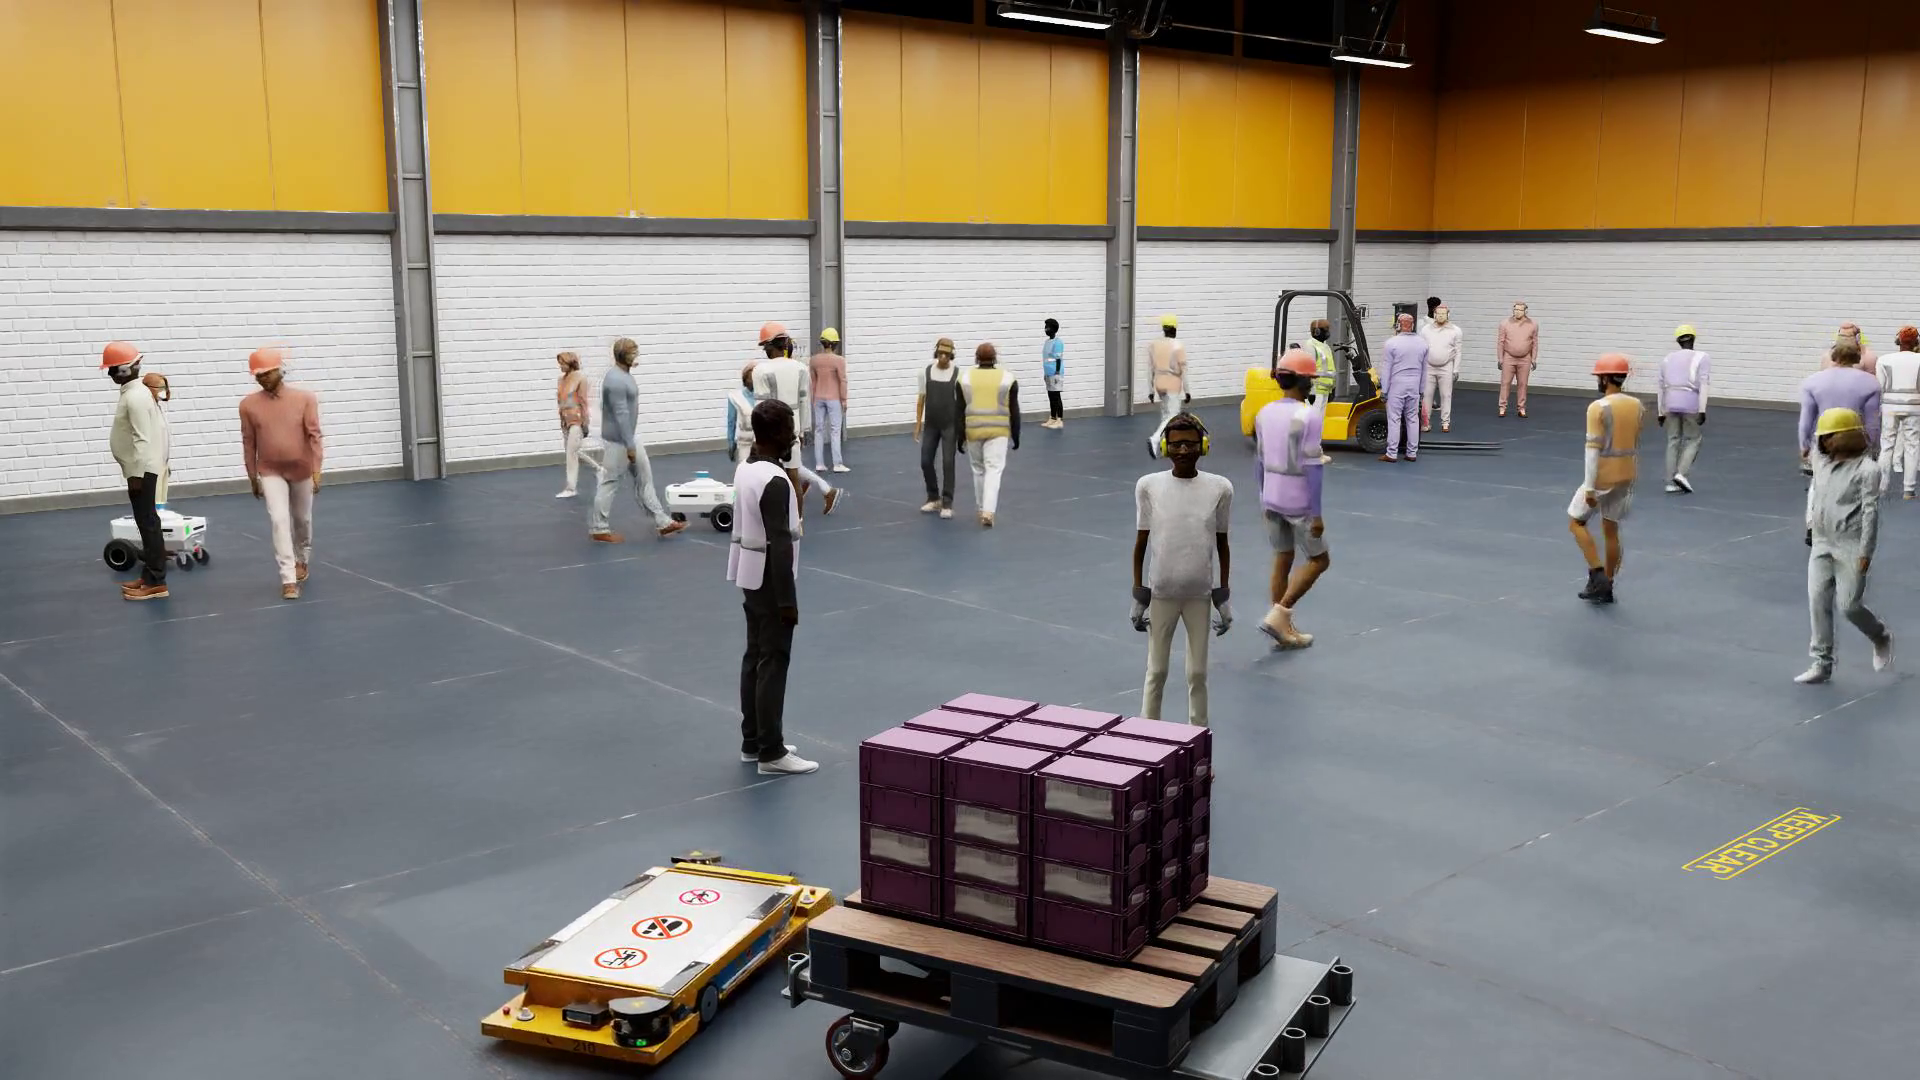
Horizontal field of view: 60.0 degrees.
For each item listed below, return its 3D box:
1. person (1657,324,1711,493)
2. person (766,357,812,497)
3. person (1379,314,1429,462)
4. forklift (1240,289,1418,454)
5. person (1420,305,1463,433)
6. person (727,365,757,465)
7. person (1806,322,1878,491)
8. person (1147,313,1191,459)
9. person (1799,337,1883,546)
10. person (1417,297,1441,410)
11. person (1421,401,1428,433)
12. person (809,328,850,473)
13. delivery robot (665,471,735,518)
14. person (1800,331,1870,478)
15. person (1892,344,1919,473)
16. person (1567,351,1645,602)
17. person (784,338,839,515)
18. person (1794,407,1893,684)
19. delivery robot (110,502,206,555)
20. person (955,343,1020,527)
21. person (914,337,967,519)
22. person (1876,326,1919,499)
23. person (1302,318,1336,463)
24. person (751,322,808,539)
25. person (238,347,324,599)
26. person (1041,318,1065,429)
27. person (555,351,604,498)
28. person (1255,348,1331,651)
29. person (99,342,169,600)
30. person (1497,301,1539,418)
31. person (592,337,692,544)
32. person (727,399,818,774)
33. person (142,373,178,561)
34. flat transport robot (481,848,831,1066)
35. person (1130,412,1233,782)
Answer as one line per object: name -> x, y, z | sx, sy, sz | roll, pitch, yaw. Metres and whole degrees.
person -> 8.092, -1.467, 18.610 | 0.586, 1.873, 0.633 | -8, 13, -40
person -> -1.878, -1.160, 17.538 | 0.573, 1.615, 0.514 | -2, 10, -13
person -> 5.675, -1.944, 21.342 | 0.644, 1.903, 0.401 | -3, 10, -18
forklift -> 5.034, -2.339, 22.783 | 2.313, 2.155, 1.214 | 3, 10, 16
person -> 7.168, -2.563, 24.925 | 0.642, 1.913, 0.408 | 4, 10, 22
person -> -1.967, -0.884, 16.025 | 0.519, 1.589, 0.853 | -3, 10, -18
person -> 9.807, -1.464, 18.506 | 0.409, 1.908, 0.639 | -7, 12, -36
person -> 2.676, -1.996, 21.615 | 0.599, 1.905, 0.789 | 9, 13, 43
person -> 7.798, -0.833, 14.761 | 0.633, 1.923, 0.499 | 7, 12, 36
person -> 8.037, -3.180, 28.431 | 0.610, 1.953, 0.391 | -8, 12, -38
person -> 6.646, -2.450, 24.787 | 0.589, 1.754, 0.389 | -4, 10, -20
person -> -1.598, -1.701, 20.298 | 0.526, 1.768, 0.331 | 5, 11, 28
delivery robot -> -2.477, -0.421, 16.073 | 0.707, 0.478, 0.477 | 0, 10, 1
person -> 10.314, -1.546, 19.350 | 0.924, 1.786, 0.611 | 5, 11, 29
person -> 11.629, -1.616, 20.205 | 0.509, 1.630, 0.314 | 1, 10, 5
person -> 4.911, -0.473, 12.650 | 0.562, 1.921, 0.394 | -4, 10, -22
person -> -1.669, -1.138, 16.822 | 0.799, 1.839, 0.502 | -1, 10, -6
person -> 5.473, 0.036, 10.256 | 0.561, 1.717, 0.498 | -4, 10, -22
delivery robot -> -6.777, -0.079, 14.075 | 0.707, 0.478, 0.477 | 0, 10, 3
person -> 0.265, -1.037, 16.387 | 0.622, 1.800, 0.966 | 1, 10, 8
person -> -0.193, -1.135, 16.795 | 0.567, 1.831, 0.440 | 2, 10, 13
person -> 10.249, -1.383, 18.102 | 0.576, 1.882, 0.355 | 5, 11, 27
person -> 4.573, -1.898, 21.227 | 0.429, 1.847, 0.627 | 5, 11, 28
person -> -1.686, -0.992, 15.370 | 0.385, 2.035, 0.605 | 9, 13, 44
person -> -5.329, -0.562, 13.126 | 0.608, 1.947, 1.000 | -3, 10, -19
person -> 1.426, -2.545, 25.473 | 0.320, 1.694, 0.537 | -3, 10, -18
person -> -4.200, -1.287, 18.331 | 0.519, 1.612, 0.677 | 10, 14, 44
person -> 2.201, -0.252, 11.027 | 0.422, 2.031, 0.644 | -5, 11, -29
person -> -6.360, -0.535, 12.835 | 0.393, 1.985, 0.611 | -5, 11, -25
person -> 9.113, -2.945, 27.189 | 0.643, 1.905, 0.400 | 2, 10, 10
person -> -2.953, -0.895, 15.208 | 0.952, 1.892, 0.646 | 0, 10, 1
person -> -0.981, 0.238, 8.505 | 0.379, 1.916, 0.597 | -4, 11, -24
person -> -6.967, -0.635, 14.449 | 0.281, 1.631, 0.506 | -2, 10, -11
flat transport robot -> -1.054, 1.474, 6.083 | 0.652, 0.197, 1.431 | 3, 10, 19
person -> 1.113, 0.289, 8.349 | 0.516, 1.872, 0.327 | 0, 10, 3
